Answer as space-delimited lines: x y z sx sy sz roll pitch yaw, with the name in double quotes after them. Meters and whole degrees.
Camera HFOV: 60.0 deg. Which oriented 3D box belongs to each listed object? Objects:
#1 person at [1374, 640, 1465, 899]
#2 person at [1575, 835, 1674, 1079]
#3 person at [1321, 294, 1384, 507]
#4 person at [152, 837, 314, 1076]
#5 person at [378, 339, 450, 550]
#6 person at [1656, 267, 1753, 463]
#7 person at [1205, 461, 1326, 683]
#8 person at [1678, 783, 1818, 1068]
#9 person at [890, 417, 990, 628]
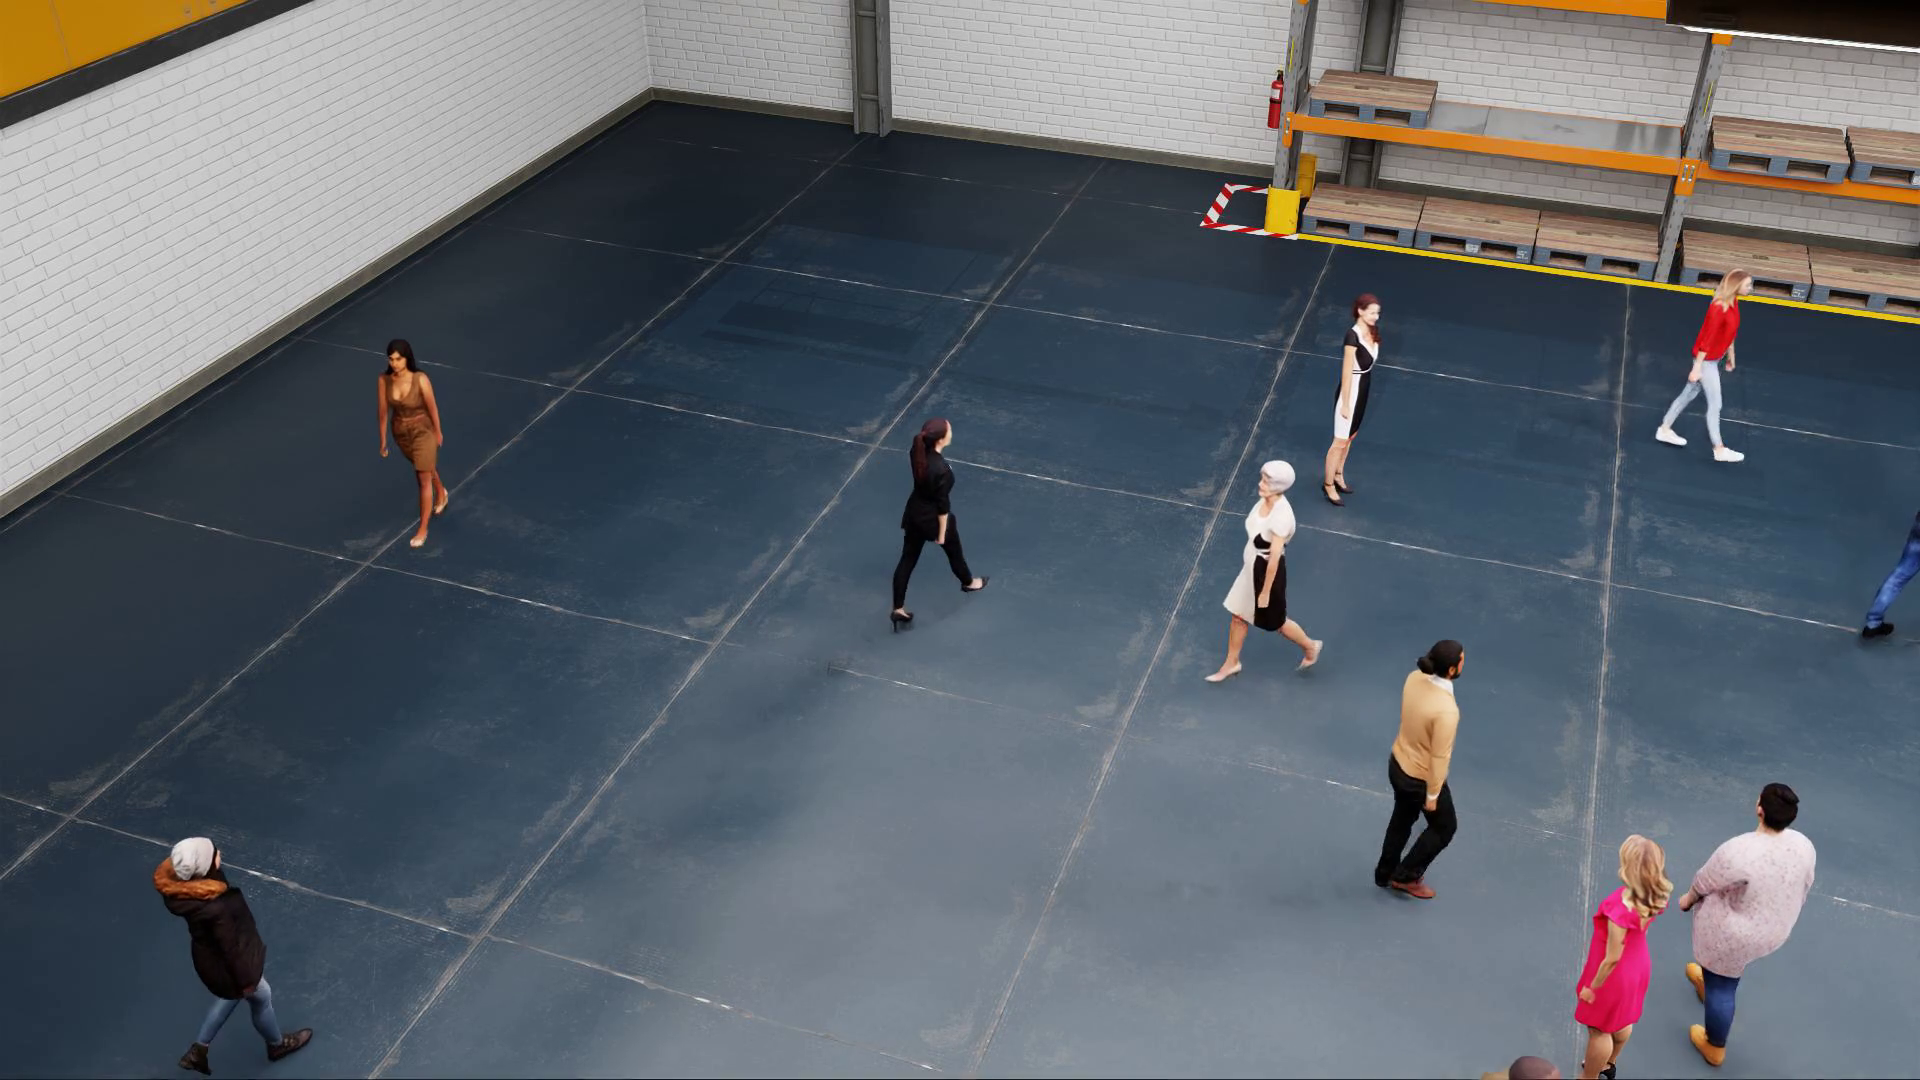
2.549 1.336 9.507 0.795 1.737 0.778 -5 34 -8 "person"
3.285 2.155 8.284 0.661 1.726 0.689 -24 40 -31 "person"
3.101 -1.120 13.149 0.563 1.796 0.628 19 38 26 "person"
-3.766 2.135 8.408 0.917 1.622 0.868 27 42 34 "person"
-4.176 -0.826 12.846 1.056 1.641 0.776 5 34 7 "person"
6.137 -1.497 13.824 1.059 1.676 0.811 24 40 31 "person"
2.138 0.259 11.139 1.167 1.723 0.958 -5 34 -8 "person"
4.043 2.015 8.500 0.964 1.720 0.984 -7 34 -10 "person"
-0.292 -0.078 11.753 1.016 1.605 1.124 -26 41 -33 "person"
